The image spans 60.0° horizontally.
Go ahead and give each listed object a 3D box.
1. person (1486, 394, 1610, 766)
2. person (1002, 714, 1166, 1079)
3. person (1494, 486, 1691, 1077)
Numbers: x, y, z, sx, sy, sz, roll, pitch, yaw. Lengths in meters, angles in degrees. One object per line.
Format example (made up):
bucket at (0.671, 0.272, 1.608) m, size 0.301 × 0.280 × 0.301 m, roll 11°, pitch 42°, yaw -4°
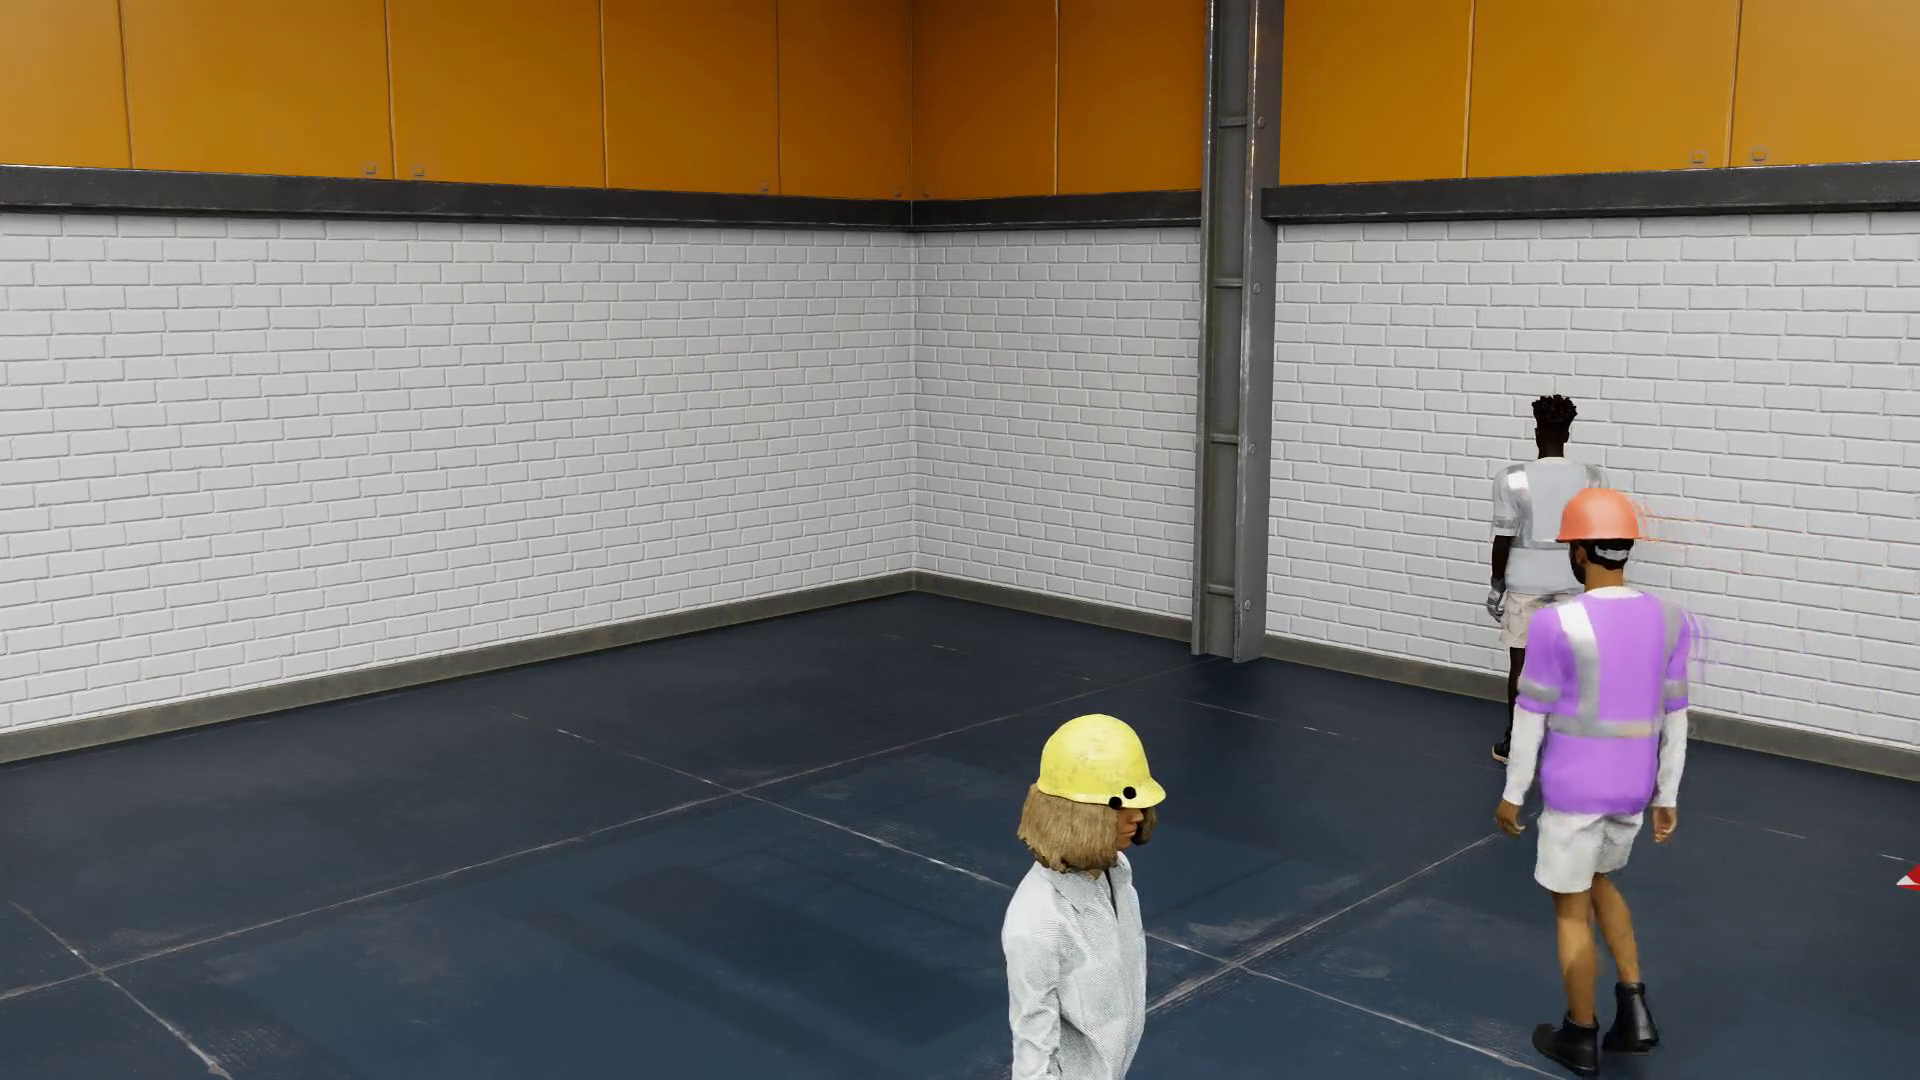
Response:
person at (3.053, 0.222, 8.680) m, size 0.604 × 1.966 × 0.367 m, roll 0°, pitch 9°, yaw 2°
person at (0.249, 1.198, 3.378) m, size 0.324 × 1.743 × 0.491 m, roll 4°, pitch 10°, yaw 24°
person at (2.029, 0.784, 5.383) m, size 0.537 × 1.914 × 0.421 m, roll -3°, pitch 10°, yaw -18°
